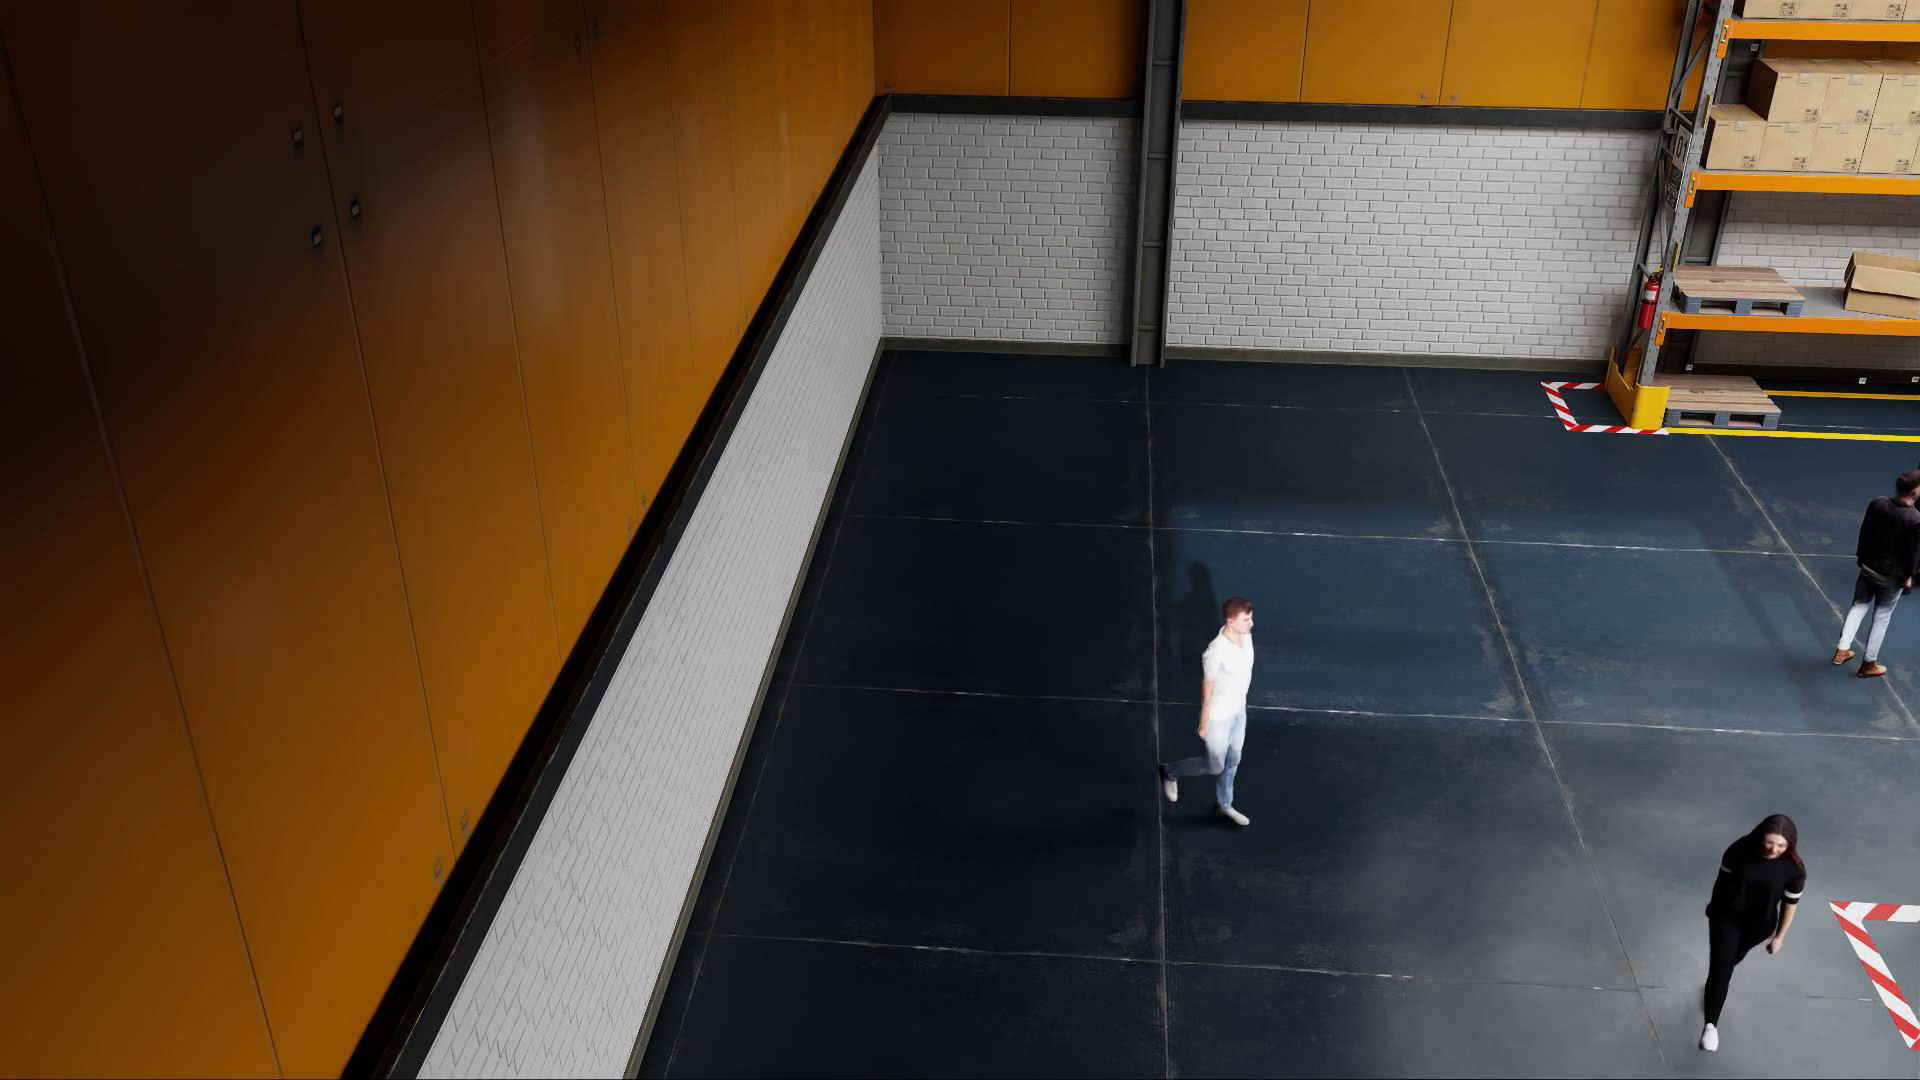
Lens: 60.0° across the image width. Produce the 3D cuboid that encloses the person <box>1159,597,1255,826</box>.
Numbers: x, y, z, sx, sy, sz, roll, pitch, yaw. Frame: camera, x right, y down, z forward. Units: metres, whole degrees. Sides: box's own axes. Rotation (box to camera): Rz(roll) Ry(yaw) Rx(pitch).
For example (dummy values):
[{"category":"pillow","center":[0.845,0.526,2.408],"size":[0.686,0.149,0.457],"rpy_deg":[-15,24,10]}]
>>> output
[{"category":"person","center":[1.789,1.183,11.752],"size":[1.060,1.839,0.943],"rpy_deg":[21,35,33]}]

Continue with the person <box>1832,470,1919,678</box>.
[{"category":"person","center":[7.463,0.257,13.451],"size":[0.749,1.837,0.738],"rpy_deg":[-15,32,-25]}]

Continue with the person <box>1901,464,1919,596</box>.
[{"category":"person","center":[8.607,-0.390,14.630],"size":[0.689,1.845,0.857],"rpy_deg":[-9,30,-16]}]

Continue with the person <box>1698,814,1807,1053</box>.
[{"category":"person","center":[4.768,2.249,10.058],"size":[1.131,1.589,0.945],"rpy_deg":[14,32,24]}]
